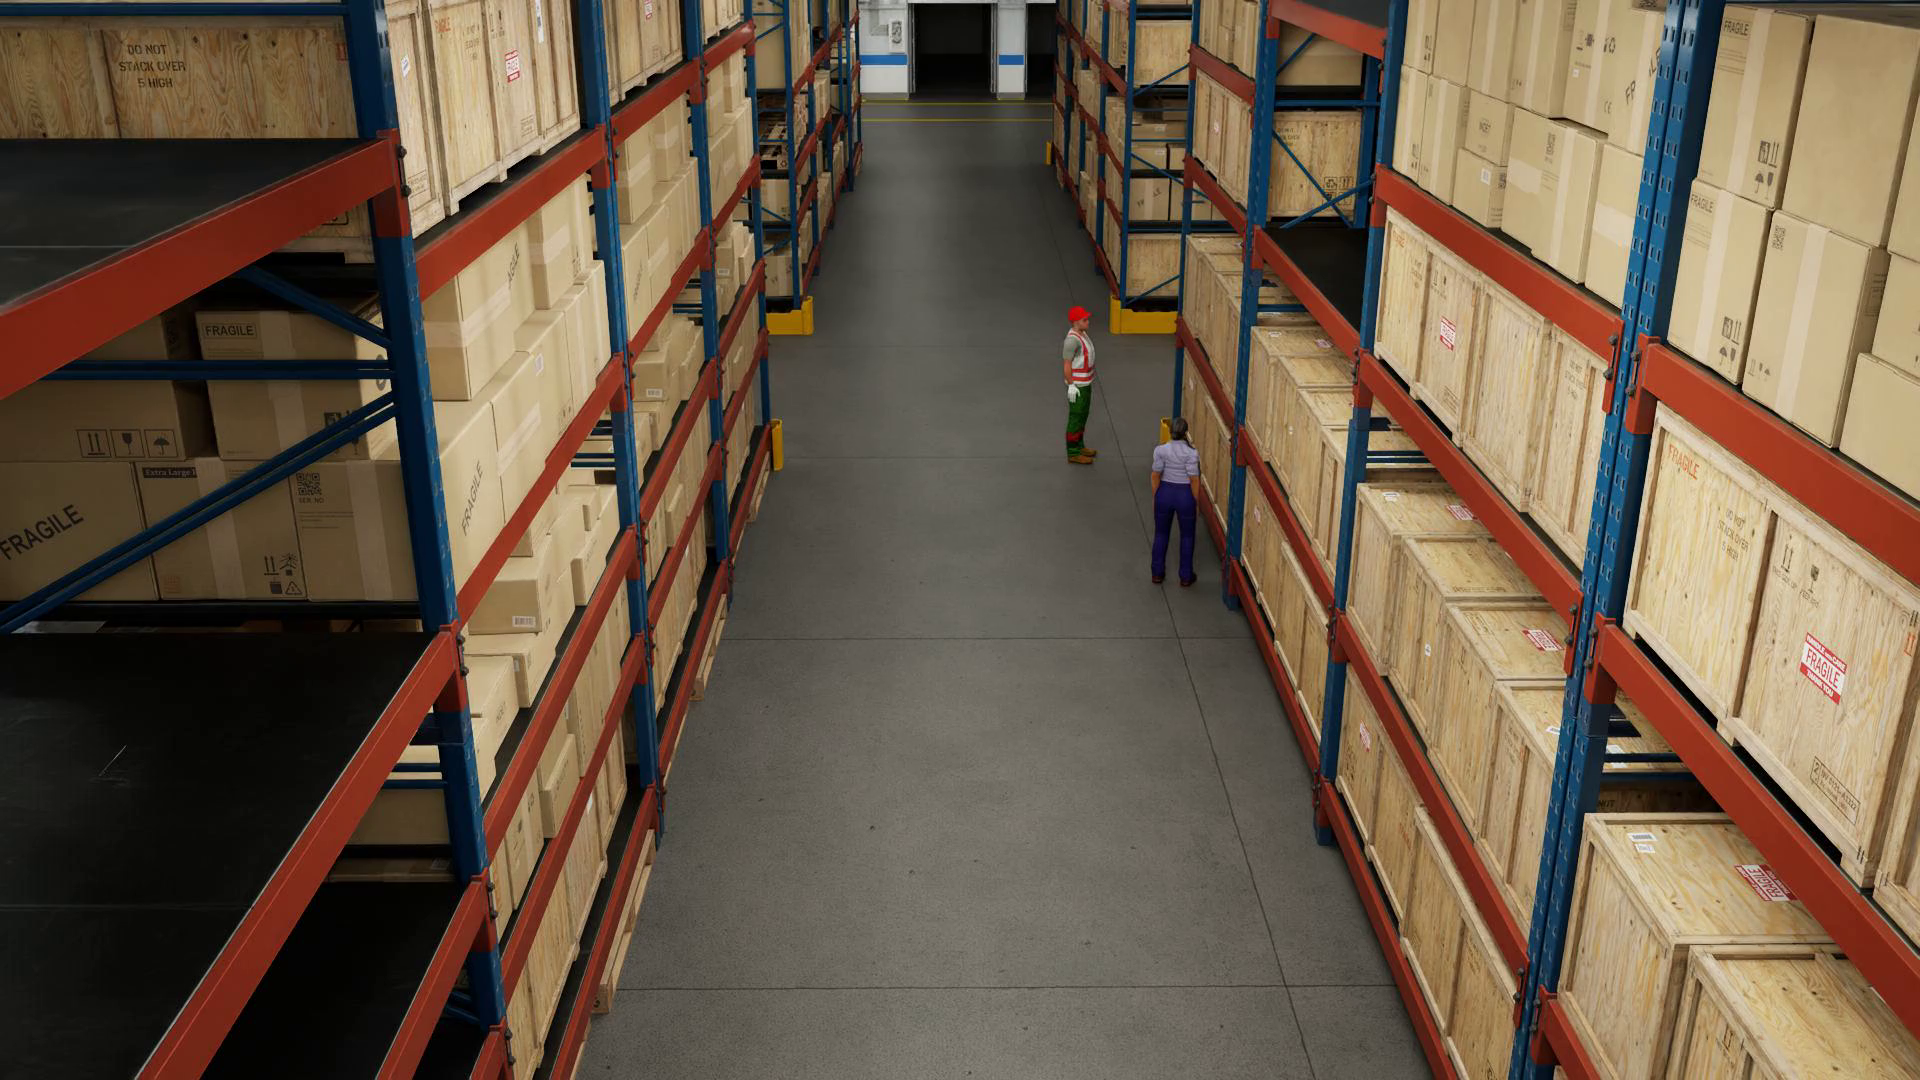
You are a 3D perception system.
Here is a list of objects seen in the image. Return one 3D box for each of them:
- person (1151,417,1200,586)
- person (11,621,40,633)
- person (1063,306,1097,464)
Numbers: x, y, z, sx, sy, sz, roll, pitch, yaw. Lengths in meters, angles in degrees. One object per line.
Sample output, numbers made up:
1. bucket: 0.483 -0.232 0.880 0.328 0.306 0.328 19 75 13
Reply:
1. person: 2.034 -0.375 15.630 0.463 1.647 0.374 7 23 18
2. person: -7.132 0.837 12.494 0.477 1.690 0.356 -6 22 -15
3. person: 1.387 -1.784 19.004 0.388 1.793 0.546 6 22 15
